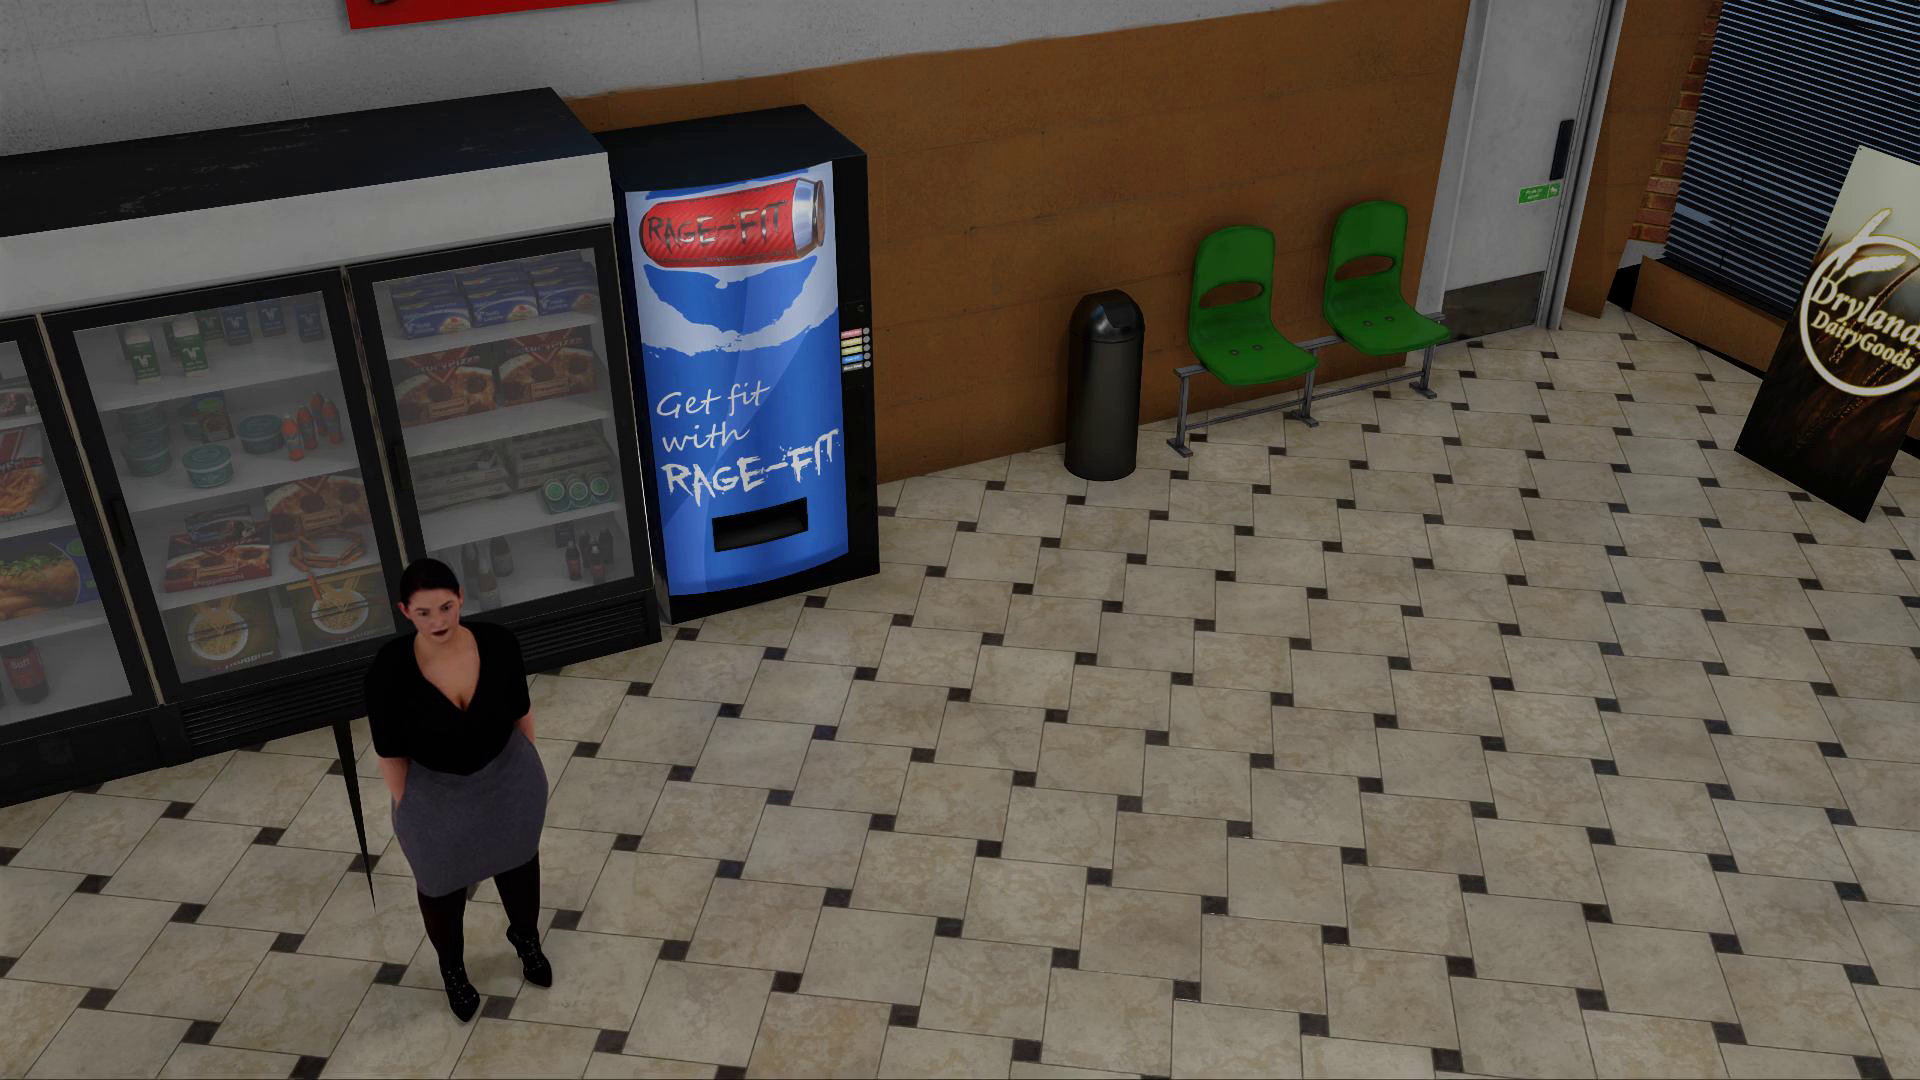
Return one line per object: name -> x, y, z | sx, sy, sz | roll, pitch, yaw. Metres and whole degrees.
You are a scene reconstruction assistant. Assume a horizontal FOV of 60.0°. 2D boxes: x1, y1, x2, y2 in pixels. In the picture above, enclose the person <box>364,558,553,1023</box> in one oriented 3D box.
person -> -1.590, 0.801, 5.354 | 0.676, 1.759, 0.640 | -18, 36, -26
